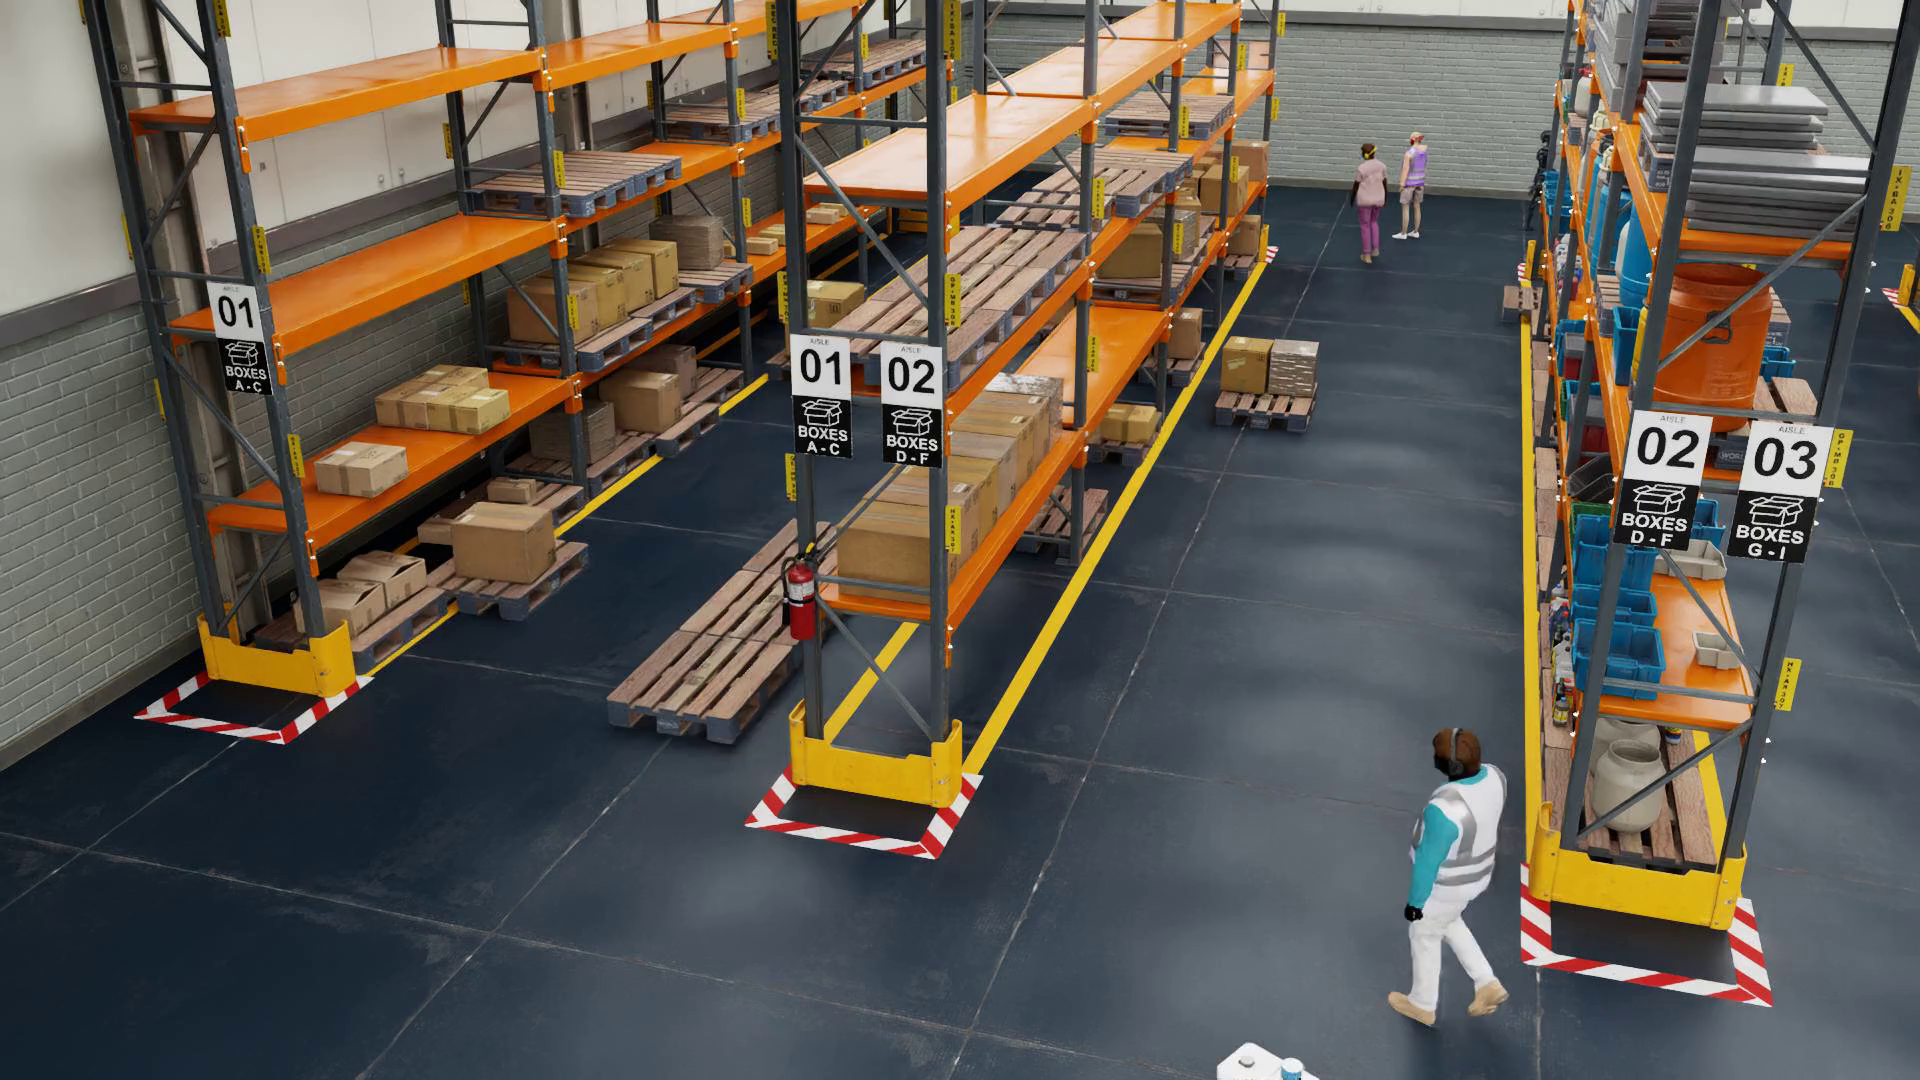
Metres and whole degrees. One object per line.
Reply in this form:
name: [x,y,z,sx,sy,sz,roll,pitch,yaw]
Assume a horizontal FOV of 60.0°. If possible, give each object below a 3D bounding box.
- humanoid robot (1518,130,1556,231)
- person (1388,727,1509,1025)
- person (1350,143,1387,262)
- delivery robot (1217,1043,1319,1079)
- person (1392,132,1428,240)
humanoid robot: [9.410,-5.790,26.841,0.511,1.638,0.596,17,28,34]
person: [2.678,1.841,8.950,0.661,1.816,0.555,-21,31,-40]
person: [6.156,-5.100,25.083,0.538,1.776,0.516,-5,24,-12]
delivery robot: [1.619,2.828,8.236,0.774,0.581,0.499,21,31,40]
person: [7.186,-5.623,26.421,0.489,1.688,0.347,-13,27,-28]
